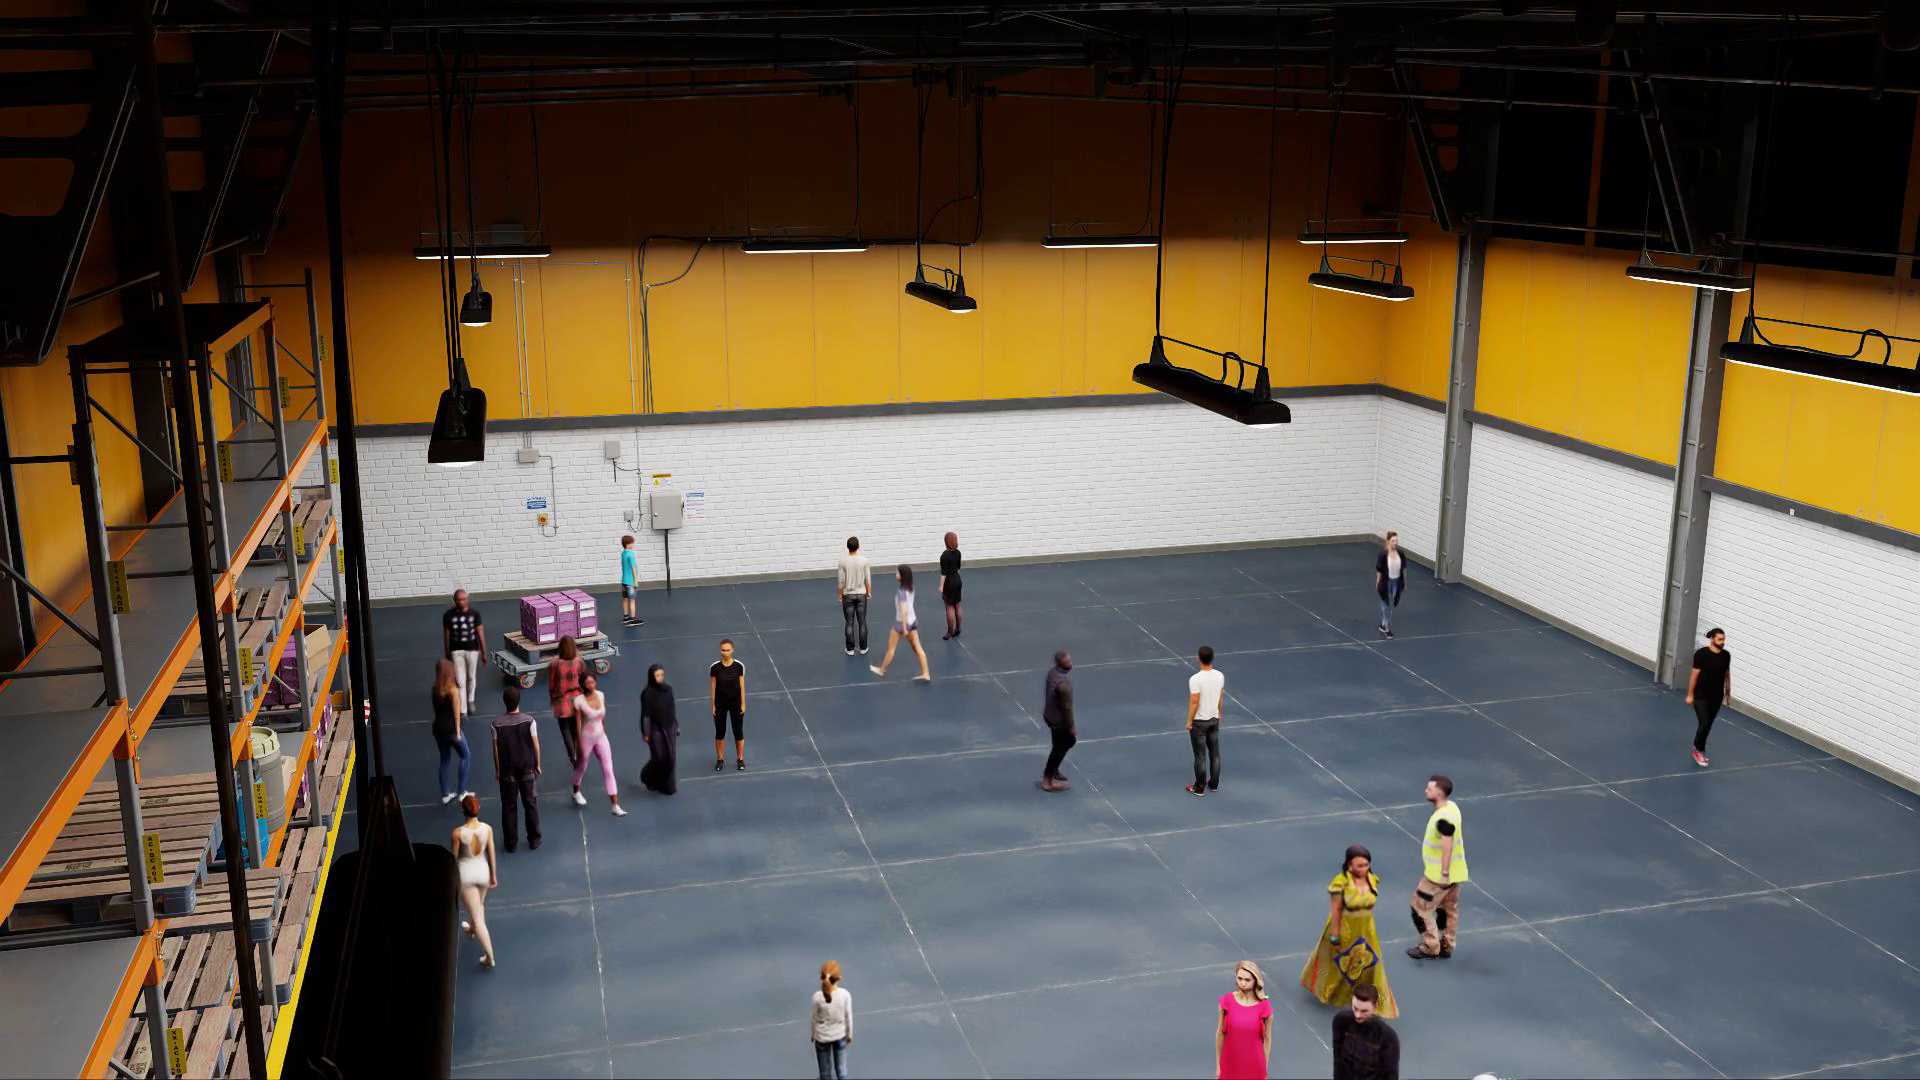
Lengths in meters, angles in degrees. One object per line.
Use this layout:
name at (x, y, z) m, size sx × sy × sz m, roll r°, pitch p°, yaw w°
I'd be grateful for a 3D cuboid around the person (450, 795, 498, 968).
person at (-4.520, 3.230, 15.573) m, size 0.880 × 1.586 × 1.147 m, roll -12°, pitch 18°, yaw -41°

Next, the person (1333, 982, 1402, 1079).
person at (2.901, 3.973, 11.851) m, size 0.924 × 1.893 × 0.973 m, roll 11°, pitch 18°, yaw 39°

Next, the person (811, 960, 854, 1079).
person at (-1.026, 3.953, 13.163) m, size 0.483 × 1.314 × 0.508 m, roll -3°, pitch 14°, yaw -12°

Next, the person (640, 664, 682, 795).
person at (-3.608, 2.218, 19.715) m, size 0.926 × 1.603 × 0.850 m, roll 10°, pitch 17°, yaw 36°

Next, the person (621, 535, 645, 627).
person at (-5.297, 0.631, 26.597) m, size 0.652 × 1.448 × 0.541 m, roll -11°, pitch 17°, yaw -37°

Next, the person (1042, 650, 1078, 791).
person at (1.146, 2.125, 19.676) m, size 0.922 × 1.801 × 0.689 m, roll -4°, pitch 14°, yaw -15°

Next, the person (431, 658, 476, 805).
person at (-5.982, 2.262, 19.370) m, size 0.777 × 1.680 × 0.828 m, roll 10°, pitch 17°, yaw 37°

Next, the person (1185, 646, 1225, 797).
person at (2.906, 2.128, 19.673) m, size 0.698 × 1.798 × 0.632 m, roll -8°, pitch 16°, yaw -30°

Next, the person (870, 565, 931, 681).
person at (-0.696, 1.227, 23.652) m, size 1.103 × 1.678 × 1.145 m, roll 5°, pitch 15°, yaw 21°

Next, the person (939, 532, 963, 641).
person at (-0.129, 0.701, 25.760) m, size 0.677 × 1.706 × 0.658 m, roll 11°, pitch 18°, yaw 39°

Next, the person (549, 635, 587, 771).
person at (-4.780, 2.026, 20.356) m, size 0.779 × 1.675 × 1.118 m, roll -8°, pitch 16°, yaw -29°

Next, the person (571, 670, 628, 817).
person at (-4.286, 2.329, 19.086) m, size 0.983 × 1.684 × 1.260 m, roll -13°, pitch 19°, yaw -42°

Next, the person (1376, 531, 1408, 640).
person at (6.678, 0.673, 25.976) m, size 0.642 × 1.659 × 0.880 m, roll -3°, pitch 14°, yaw -13°

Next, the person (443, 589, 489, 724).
person at (-6.638, 1.514, 22.293) m, size 0.779 × 1.758 × 1.202 m, roll -5°, pitch 15°, yaw -21°

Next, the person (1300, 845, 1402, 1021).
person at (3.386, 3.443, 14.644) m, size 0.823 × 1.609 × 1.263 m, roll -6°, pitch 15°, yaw -22°

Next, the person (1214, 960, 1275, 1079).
person at (2.115, 3.919, 12.423) m, size 0.659 × 1.729 × 0.685 m, roll 4°, pitch 14°, yaw 15°

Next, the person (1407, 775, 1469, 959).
person at (4.591, 3.096, 15.606) m, size 0.938 × 1.830 × 0.874 m, roll 7°, pitch 15°, yaw 26°

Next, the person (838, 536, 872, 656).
person at (-1.582, 0.830, 25.005) m, size 0.678 × 1.812 × 0.577 m, roll -2°, pitch 14°, yaw -8°

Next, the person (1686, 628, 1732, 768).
person at (9.252, 1.910, 20.694) m, size 0.677 × 1.742 × 0.716 m, roll -2°, pitch 14°, yaw -10°

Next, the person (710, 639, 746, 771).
person at (-2.850, 2.006, 20.458) m, size 0.615 × 1.665 × 0.568 m, roll -1°, pitch 14°, yaw -3°

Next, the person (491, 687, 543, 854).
person at (-4.816, 2.486, 18.088) m, size 0.650 × 1.849 × 0.566 m, roll -4°, pitch 14°, yaw -17°
